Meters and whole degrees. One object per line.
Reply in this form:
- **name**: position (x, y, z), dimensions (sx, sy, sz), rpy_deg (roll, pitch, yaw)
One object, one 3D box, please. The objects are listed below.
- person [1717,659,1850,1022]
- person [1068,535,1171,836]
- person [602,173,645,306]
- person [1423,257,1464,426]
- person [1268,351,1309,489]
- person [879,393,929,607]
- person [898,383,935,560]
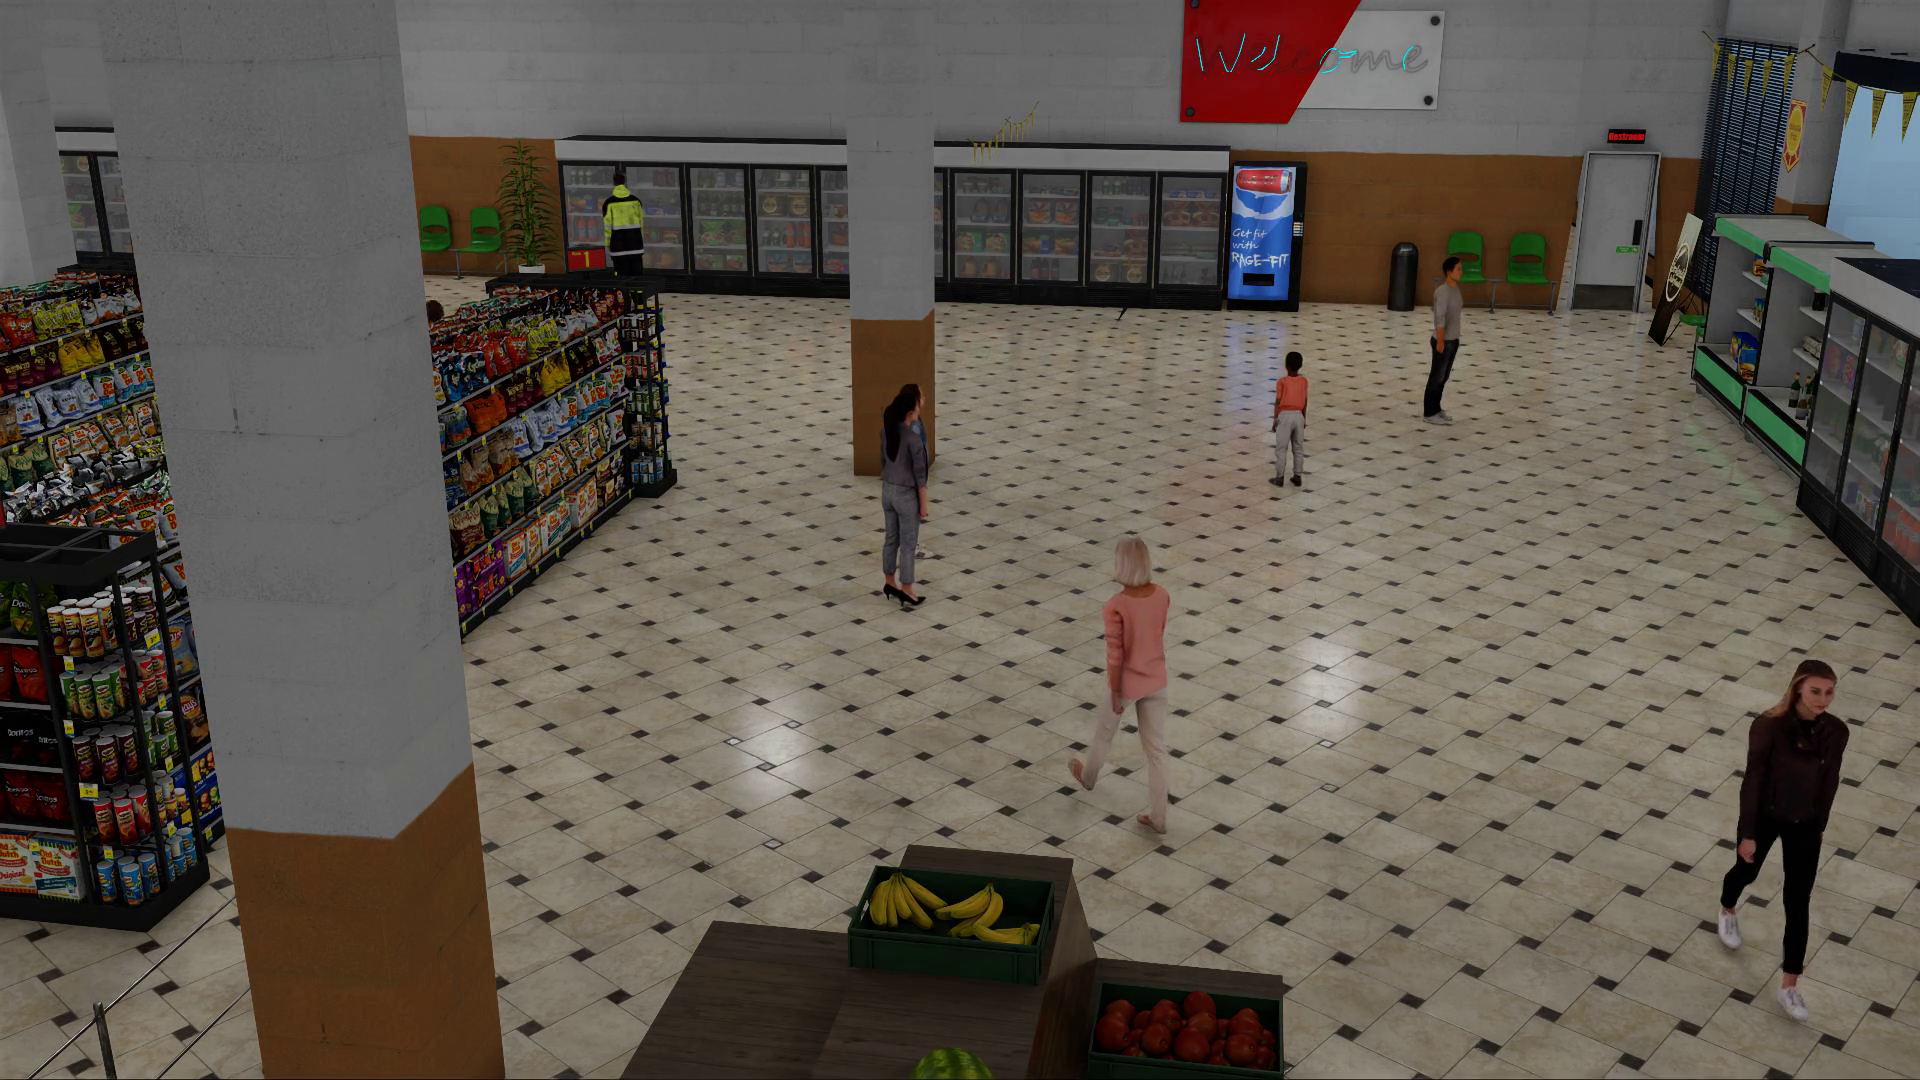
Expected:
- **person**: position (3.875, 1.334, 7.942), dimensions (0.622, 1.660, 1.114), rpy_deg (3, 19, 8)
- **person**: position (1.045, 0.845, 9.359), dimensions (1.016, 1.681, 1.158), rpy_deg (-9, 21, -25)
- **person**: position (-4.927, -4.401, 24.453), dimensions (0.864, 1.977, 0.907), rpy_deg (-11, 22, -30)
- **person**: position (5.278, -2.187, 18.146), dimensions (0.789, 1.811, 0.623), rpy_deg (12, 22, 31)
- **person**: position (3.156, -1.150, 15.861), dimensions (0.522, 1.307, 0.535), rpy_deg (-3, 19, -8)
- **person**: position (-0.456, -0.308, 12.788), dimensions (0.751, 1.675, 0.719), rpy_deg (-17, 25, -42)
- **person**: position (-0.402, -0.584, 13.918), dimensions (0.687, 1.477, 0.564), rpy_deg (-5, 19, -14)
